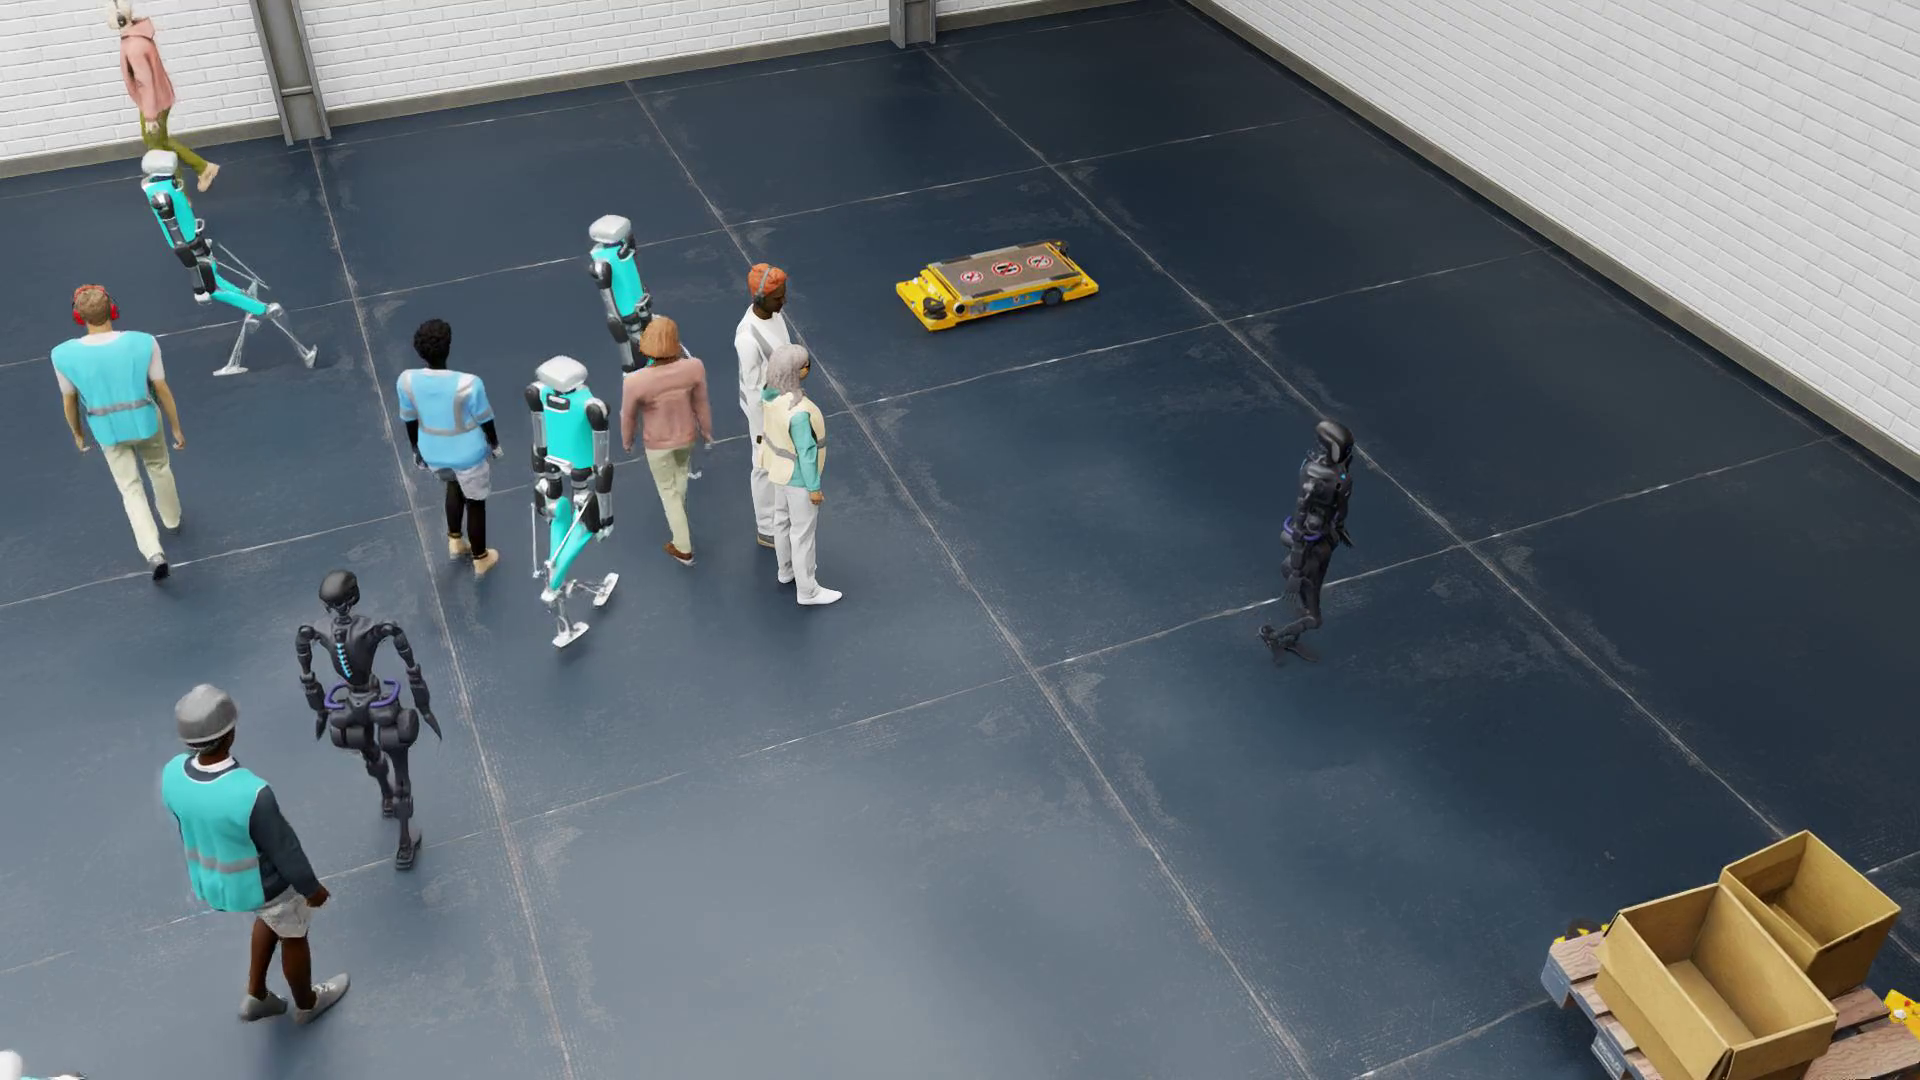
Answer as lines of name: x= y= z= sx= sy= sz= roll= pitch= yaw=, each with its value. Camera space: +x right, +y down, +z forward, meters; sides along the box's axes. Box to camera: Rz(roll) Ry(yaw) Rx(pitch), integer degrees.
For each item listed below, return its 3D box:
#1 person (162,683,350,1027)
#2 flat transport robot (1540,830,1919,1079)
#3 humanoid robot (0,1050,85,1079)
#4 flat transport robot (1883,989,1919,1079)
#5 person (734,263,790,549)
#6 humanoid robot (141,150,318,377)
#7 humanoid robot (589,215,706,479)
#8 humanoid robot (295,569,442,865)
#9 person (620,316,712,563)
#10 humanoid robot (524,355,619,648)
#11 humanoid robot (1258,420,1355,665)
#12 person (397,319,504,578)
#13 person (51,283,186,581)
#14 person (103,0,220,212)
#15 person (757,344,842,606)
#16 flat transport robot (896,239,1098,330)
person: x=-3.005 y=1.409 z=7.087 sx=0.592 sy=1.916 sz=0.476 roll=16 pitch=40 yaw=19
flat transport robot: x=3.322 y=2.231 z=7.370 sx=0.659 sy=0.231 sz=1.431 roll=-11 pitch=39 yaw=-14
humanoid robot: x=-3.064 y=2.584 z=5.728 sx=0.551 sy=1.794 sz=0.822 roll=-15 pitch=40 yaw=-18
flat transport robot: x=4.556 y=2.488 z=7.035 sx=1.431 sy=0.231 sz=0.659 roll=31 pitch=47 yaw=34
person: x=-1.131 y=-0.803 z=9.992 sx=0.356 sy=1.887 sz=0.571 roll=5 pitch=38 yaw=7
humanoid robot: x=-4.997 y=-1.897 z=11.579 sx=0.936 sy=1.801 sz=0.552 roll=-12 pitch=39 yaw=-15
humanoid robot: x=-1.869 y=-1.205 z=10.662 sx=0.824 sy=1.797 sz=0.549 roll=6 pitch=38 yaw=7
humanoid robot: x=-2.849 y=0.807 z=8.084 sx=0.616 sy=1.632 sz=0.687 roll=-2 pitch=38 yaw=-3
person: x=-1.787 y=-0.647 z=10.016 sx=0.506 sy=1.602 sz=0.656 roll=-21 pitch=42 yaw=-25
humanoid robot: x=-2.228 y=-0.121 z=9.210 sx=0.542 sy=1.728 sz=0.961 roll=18 pitch=41 yaw=22
humanoid robot: x=1.927 y=0.014 z=9.103 sx=0.372 sy=1.647 sz=0.607 roll=25 pitch=44 yaw=28
person: x=-2.962 y=-0.533 z=9.805 sx=0.535 sy=1.684 sz=0.421 roll=8 pitch=38 yaw=10
person: x=-4.912 y=-0.630 z=9.831 sx=0.615 sy=1.806 sz=0.855 roll=-17 pitch=41 yaw=-21
person: x=-6.590 y=-3.574 z=13.647 sx=0.512 sy=1.825 sz=0.547 roll=-13 pitch=39 yaw=-16
person: x=-0.958 y=-0.368 z=9.570 sx=0.365 sy=1.709 sz=0.466 roll=-19 pitch=41 yaw=-23
flat transport robot: x=0.289 y=-1.981 z=12.852 sx=1.431 sy=0.231 sz=0.659 roll=-15 pitch=40 yaw=-19
